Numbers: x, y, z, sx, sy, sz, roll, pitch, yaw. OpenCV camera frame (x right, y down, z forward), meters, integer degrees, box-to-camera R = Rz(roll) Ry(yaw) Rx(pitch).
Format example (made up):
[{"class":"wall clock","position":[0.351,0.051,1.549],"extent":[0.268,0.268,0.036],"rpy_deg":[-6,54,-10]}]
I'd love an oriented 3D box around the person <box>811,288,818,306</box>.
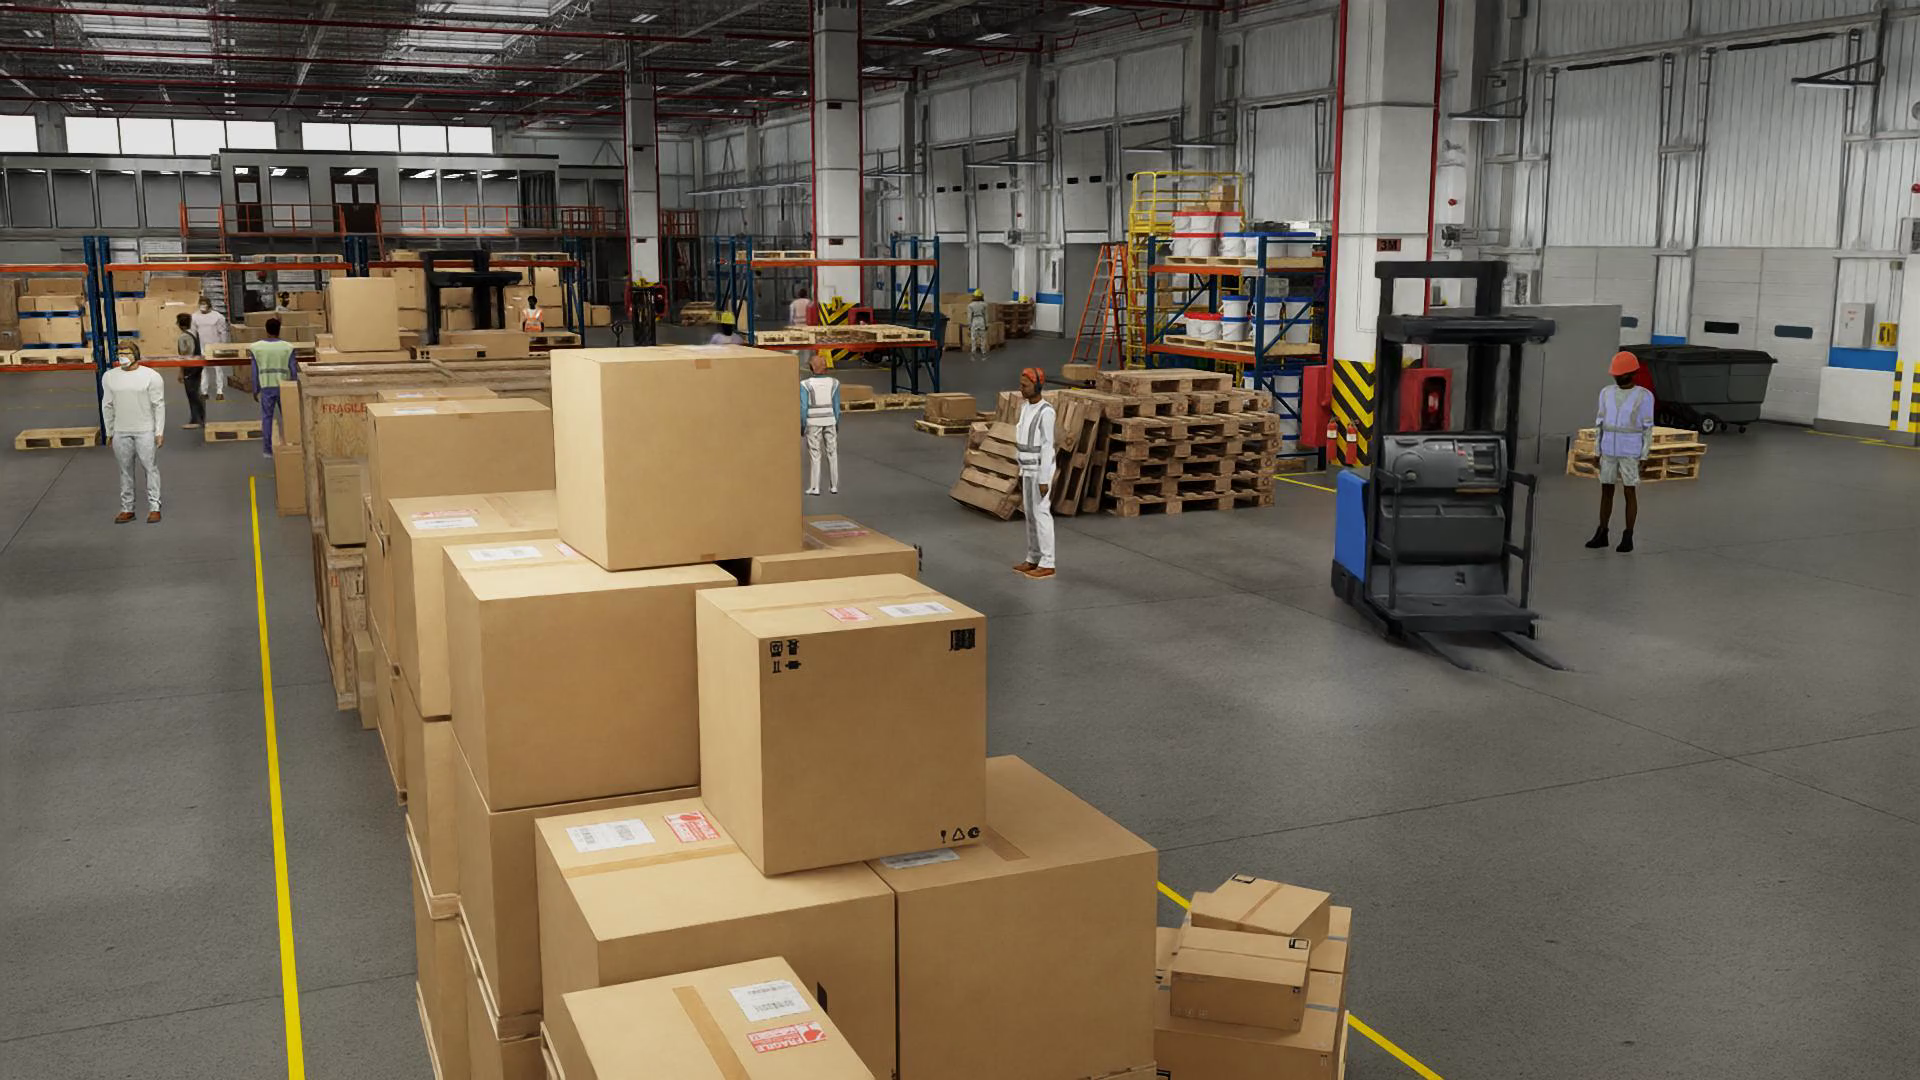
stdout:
[{"class":"person","position":[-3.971,-6.558,47.592],"extent":[0.636,1.881,0.984],"rpy_deg":[0,10,0]}]

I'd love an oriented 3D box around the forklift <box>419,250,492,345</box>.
[{"class":"forklift","position":[-7.213,-2.775,23.981],"extent":[1.129,2.768,1.873],"rpy_deg":[-9,13,-39]}]

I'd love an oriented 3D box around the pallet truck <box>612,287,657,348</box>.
[{"class":"pallet truck","position":[-6.464,-4.406,35.401],"extent":[0.823,1.965,1.885],"rpy_deg":[6,12,32]}]

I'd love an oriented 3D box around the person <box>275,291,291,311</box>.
[{"class":"person","position":[-14.451,-4.387,35.665],"extent":[0.327,1.866,0.514],"rpy_deg":[2,10,10]}]

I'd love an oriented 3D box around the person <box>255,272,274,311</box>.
[{"class":"person","position":[-23.335,-8.057,55.824],"extent":[0.566,1.878,0.930],"rpy_deg":[4,11,22]}]

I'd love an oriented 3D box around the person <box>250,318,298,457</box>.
[{"class":"person","position":[-9.413,-2.084,22.873],"extent":[0.608,1.902,0.401],"rpy_deg":[-3,11,-14]}]

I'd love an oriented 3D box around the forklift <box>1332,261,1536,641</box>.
[{"class":"forklift","position":[3.675,-0.777,12.967],"extent":[1.129,2.768,1.873],"rpy_deg":[0,10,-1]}]

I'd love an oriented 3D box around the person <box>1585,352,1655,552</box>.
[{"class":"person","position":[6.340,-0.844,15.967],"extent":[0.384,1.927,0.543],"rpy_deg":[-9,14,-42]}]

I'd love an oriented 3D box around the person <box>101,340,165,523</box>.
[{"class":"person","position":[-8.716,-1.140,17.569],"extent":[0.636,1.940,0.356],"rpy_deg":[-1,10,-6]}]

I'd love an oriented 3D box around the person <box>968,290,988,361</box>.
[{"class":"person","position":[0.447,-5.288,40.962],"extent":[0.493,1.745,0.294],"rpy_deg":[0,10,-1]}]

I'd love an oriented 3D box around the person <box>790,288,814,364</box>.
[{"class":"person","position":[-3.727,-5.070,39.554],"extent":[0.623,1.822,0.546],"rpy_deg":[1,10,8]}]

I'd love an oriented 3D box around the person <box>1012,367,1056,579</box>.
[{"class":"person","position":[0.669,-0.591,14.729],"extent":[0.351,1.878,0.569],"rpy_deg":[-3,11,-17]}]

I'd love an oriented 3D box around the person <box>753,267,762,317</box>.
[{"class":"person","position":[-7.781,-9.541,63.942],"extent":[0.421,1.914,0.606],"rpy_deg":[-4,11,-20]}]

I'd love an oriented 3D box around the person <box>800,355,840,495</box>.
[{"class":"person","position":[-1.639,-1.339,19.483],"extent":[0.515,1.642,0.314],"rpy_deg":[-5,12,-27]}]

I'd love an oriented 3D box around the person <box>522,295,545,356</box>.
[{"class":"person","position":[-9.802,-4.764,38.202],"extent":[0.535,1.699,0.318],"rpy_deg":[0,10,2]}]

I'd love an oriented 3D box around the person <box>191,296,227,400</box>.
[{"class":"person","position":[-13.942,-3.555,30.879],"extent":[0.633,1.936,0.355],"rpy_deg":[-1,10,-6]}]

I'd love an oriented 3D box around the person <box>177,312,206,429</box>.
[{"class":"person","position":[-12.135,-2.668,26.249],"extent":[0.333,1.842,0.517],"rpy_deg":[1,10,5]}]

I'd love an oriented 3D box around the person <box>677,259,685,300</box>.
[{"class":"person","position":[-13.642,-12.721,81.246],"extent":[0.390,1.992,0.617],"rpy_deg":[-7,12,-34]}]

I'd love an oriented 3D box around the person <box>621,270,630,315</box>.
[{"class":"person","position":[-12.885,-9.638,64.789],"extent":[0.628,1.796,0.931],"rpy_deg":[-2,11,-12]}]

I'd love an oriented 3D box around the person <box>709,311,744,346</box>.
[{"class":"person","position":[-3.623,-2.594,25.733],"extent":[0.594,1.899,0.932],"rpy_deg":[-6,12,-29]}]
